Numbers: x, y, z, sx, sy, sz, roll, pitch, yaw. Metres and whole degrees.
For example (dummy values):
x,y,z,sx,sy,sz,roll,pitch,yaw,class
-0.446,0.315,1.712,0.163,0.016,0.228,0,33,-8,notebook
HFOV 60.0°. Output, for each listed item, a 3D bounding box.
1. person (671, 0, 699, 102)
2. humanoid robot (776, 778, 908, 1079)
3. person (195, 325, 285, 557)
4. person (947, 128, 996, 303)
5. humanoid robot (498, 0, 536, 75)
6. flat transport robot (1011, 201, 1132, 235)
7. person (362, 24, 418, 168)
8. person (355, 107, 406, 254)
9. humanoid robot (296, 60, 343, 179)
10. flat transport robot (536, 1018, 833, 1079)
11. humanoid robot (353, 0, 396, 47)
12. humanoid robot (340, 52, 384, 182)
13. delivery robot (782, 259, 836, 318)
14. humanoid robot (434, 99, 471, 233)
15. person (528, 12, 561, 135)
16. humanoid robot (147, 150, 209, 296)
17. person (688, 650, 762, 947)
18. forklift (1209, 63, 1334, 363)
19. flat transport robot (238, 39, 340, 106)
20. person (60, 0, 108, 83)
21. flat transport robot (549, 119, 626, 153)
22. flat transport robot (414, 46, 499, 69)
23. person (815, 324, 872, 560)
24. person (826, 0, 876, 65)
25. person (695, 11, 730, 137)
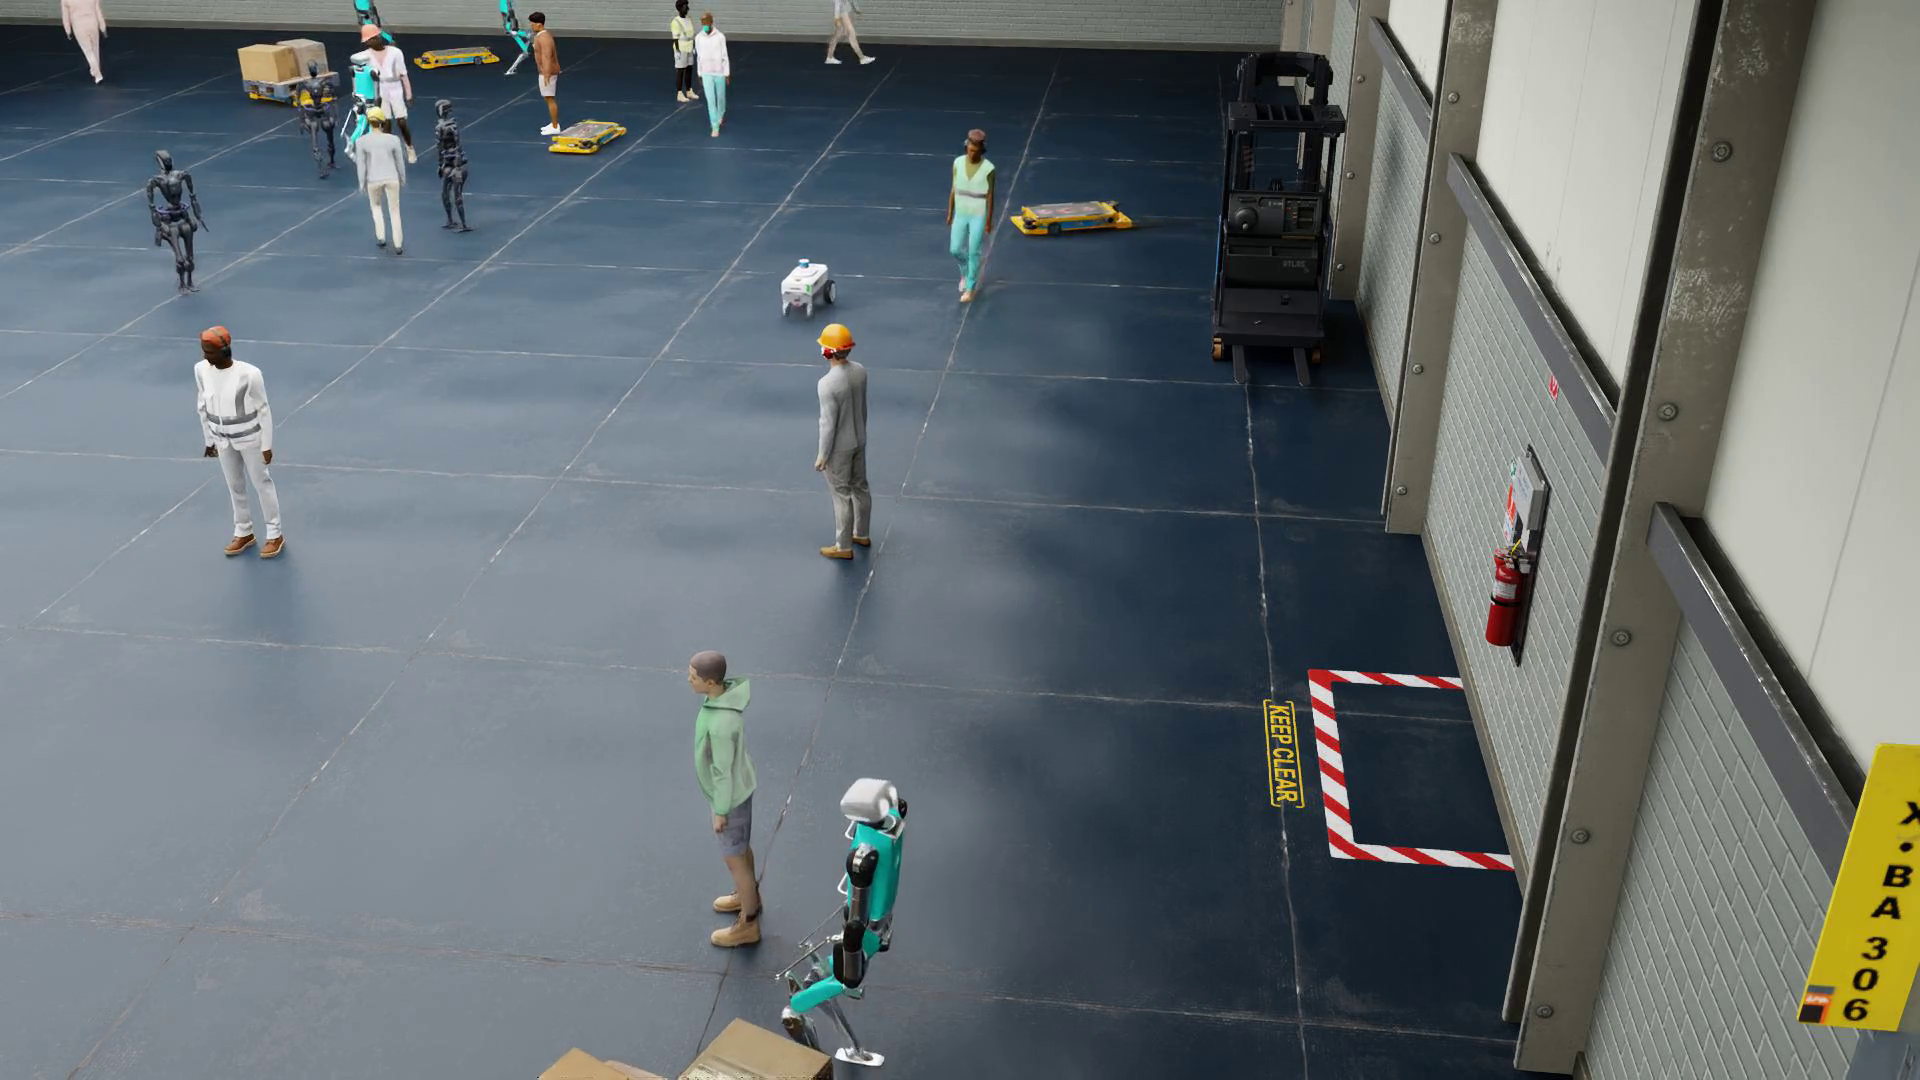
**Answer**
x,y,z,sx,sy,sz,roll,pitch,yaw,class
-4.648,-8.264,28.050,0.322,1.688,0.528,12,29,22,person
-0.591,1.855,7.767,0.698,1.751,0.532,7,28,14,humanoid robot
-5.579,-0.761,12.854,0.572,1.886,0.354,5,27,10,person
0.117,-3.602,18.445,0.558,1.961,0.455,9,28,17,person
-7.925,-9.375,30.251,0.995,1.778,0.530,-16,31,-29,humanoid robot
1.434,-4.141,21.405,1.431,0.231,0.659,-6,27,-13,flat transport robot
-8.234,-6.388,23.953,0.649,2.003,0.459,-3,27,-6,person
-7.020,-4.371,20.227,0.548,1.733,0.583,-9,28,-18,person
-9.105,-5.992,23.587,0.586,1.654,0.666,-14,30,-26,humanoid robot
-1.286,2.996,7.157,0.659,0.231,1.431,11,29,21,flat transport robot
-10.664,-9.454,30.394,0.534,1.798,0.711,15,30,28,humanoid robot
-8.350,-5.784,23.130,0.547,1.869,0.666,15,30,27,humanoid robot
-1.709,-2.820,18.427,0.499,0.575,0.754,6,27,12,delivery robot
-6.425,-4.711,20.969,0.589,1.653,0.363,24,35,39,humanoid robot
-6.430,-7.277,25.913,0.419,1.842,0.793,-8,28,-16,person
-8.811,-3.583,18.731,0.426,1.641,0.610,19,32,32,humanoid robot
-1.229,1.349,8.817,0.315,1.734,0.477,-4,27,-8,person
3.241,-3.477,17.183,1.129,2.768,1.873,3,27,6,forklift
-11.356,-7.577,28.264,1.431,0.231,0.659,16,31,28,flat transport robot
-15.519,-9.081,29.506,0.649,1.853,1.007,-23,35,-38,person
-5.694,-6.177,25.470,0.659,0.231,1.431,6,27,11,flat transport robot
-9.442,-9.042,31.190,1.431,0.231,0.659,-14,30,-26,flat transport robot
-0.913,-0.754,12.831,0.374,1.896,0.570,17,31,30,person
-2.072,-9.740,30.854,1.007,1.820,0.510,3,27,5,person
-3.824,-7.294,25.912,0.507,1.880,0.834,0,27,1,person
